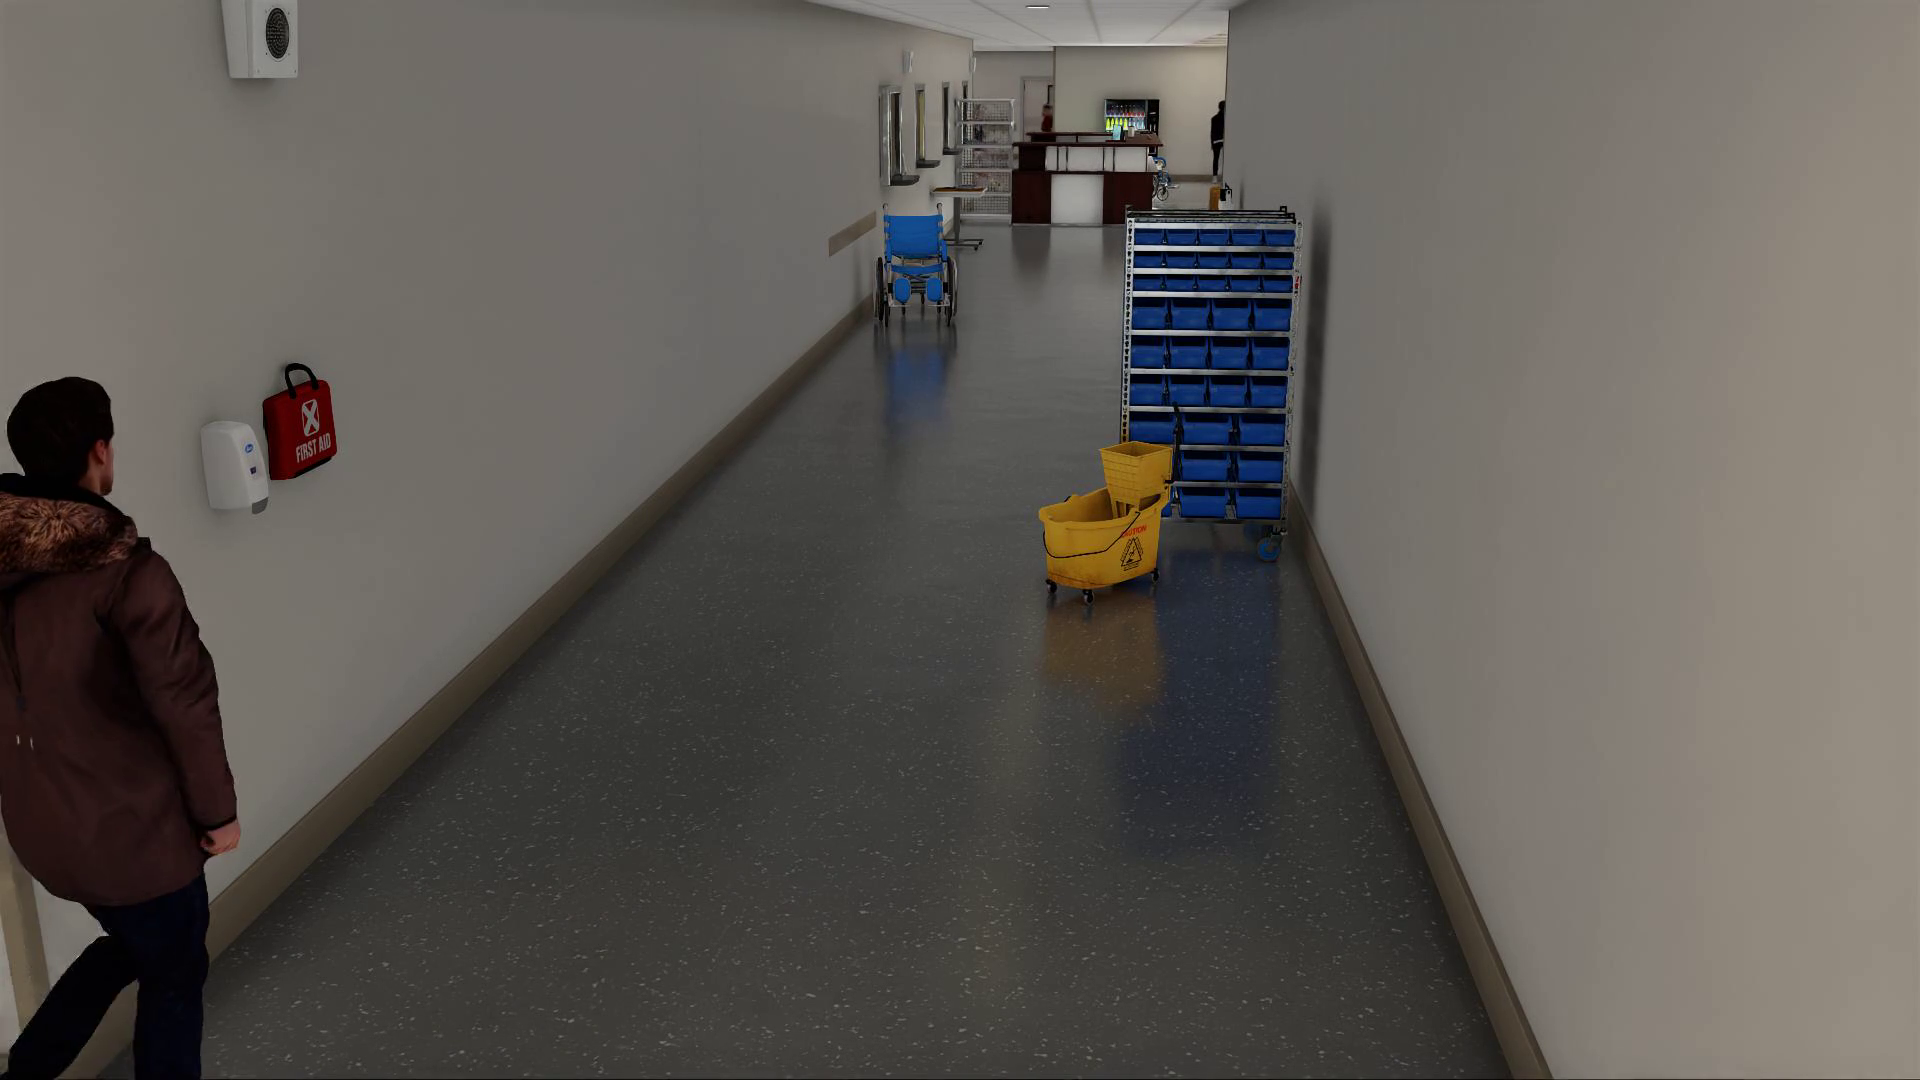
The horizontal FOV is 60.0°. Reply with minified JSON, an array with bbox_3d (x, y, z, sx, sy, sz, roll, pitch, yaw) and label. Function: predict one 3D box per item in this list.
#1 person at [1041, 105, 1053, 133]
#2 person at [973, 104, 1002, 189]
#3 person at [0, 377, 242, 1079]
[{"bbox_3d":[2.241,-9.988,41.480,1.121,1.591,0.867,-4,16,-15],"label":"person"},{"bbox_3d":[0.401,-7.703,32.959,1.143,1.816,0.775,-1,16,-5],"label":"person"},{"bbox_3d":[-1.867,0.597,3.496,0.938,1.828,0.994,8,18,27],"label":"person"}]
